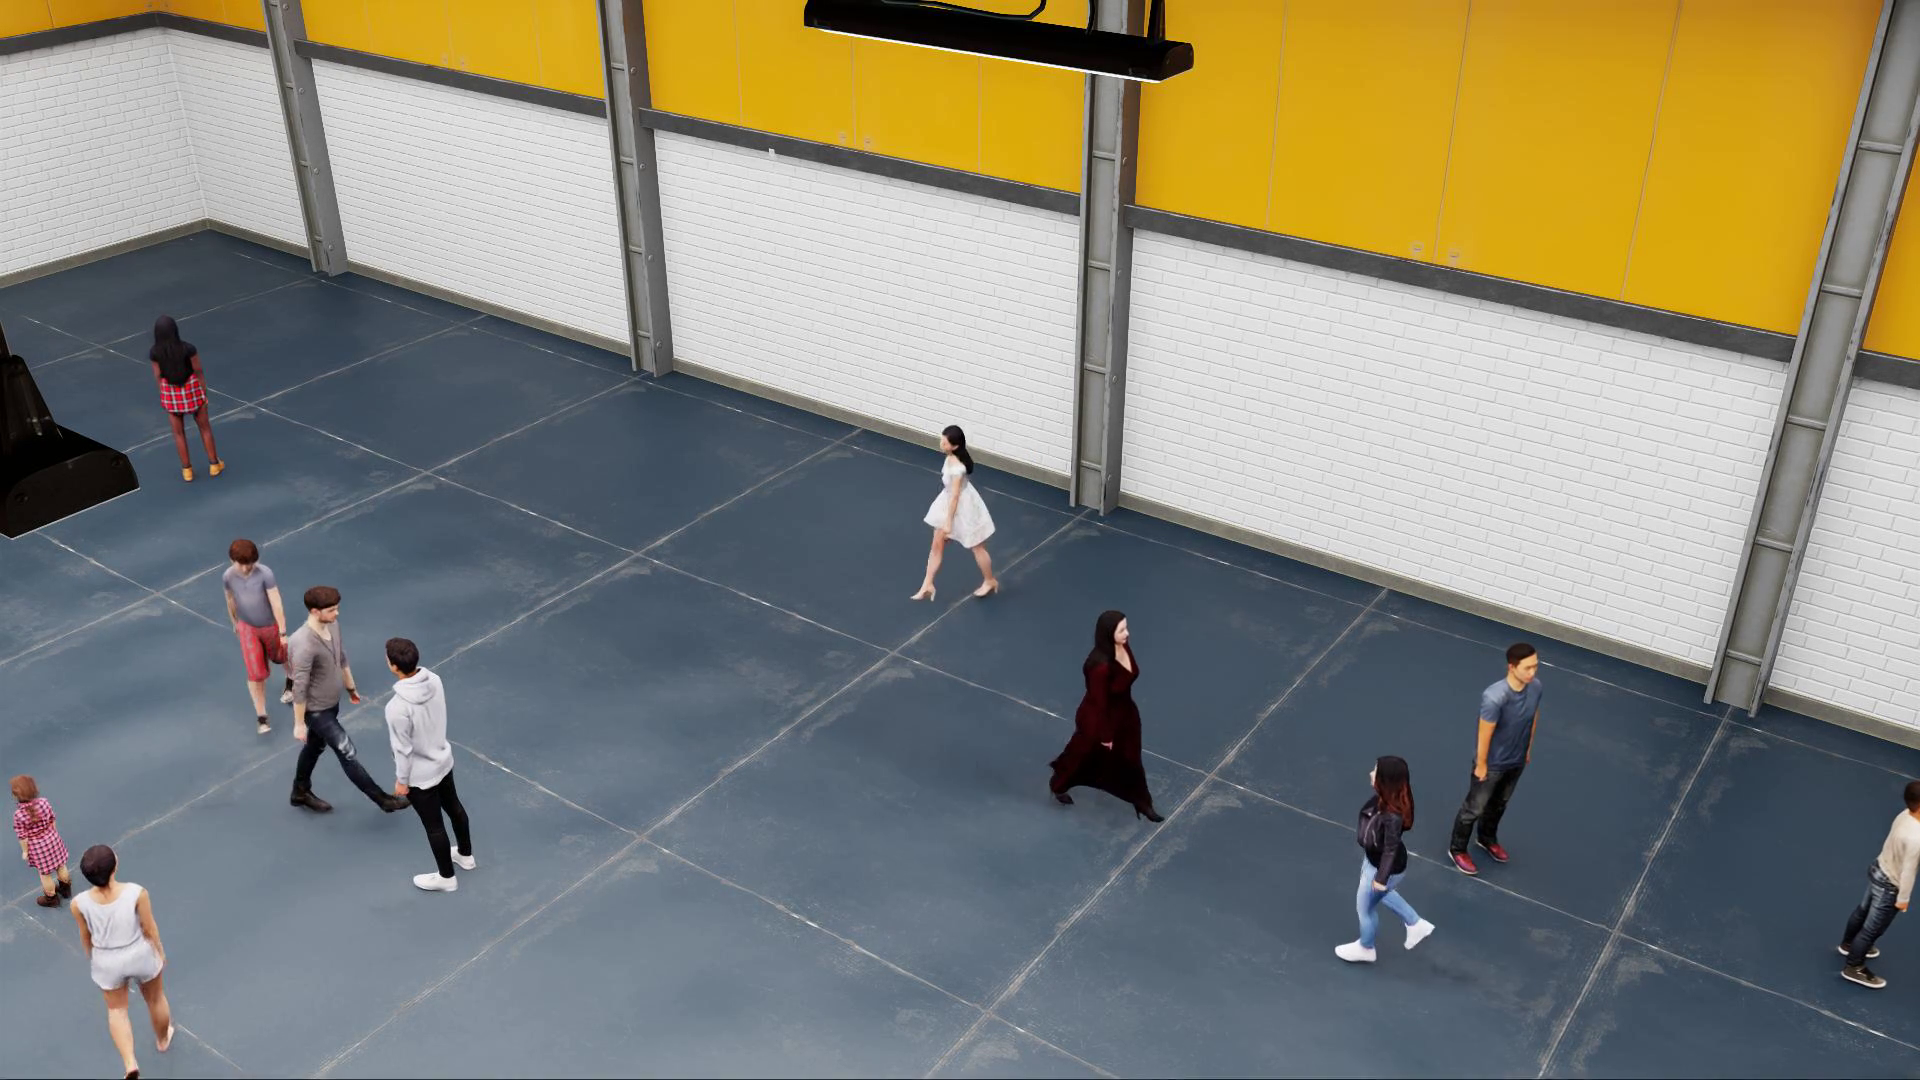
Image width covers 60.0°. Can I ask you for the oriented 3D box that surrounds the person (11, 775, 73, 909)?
[{"bbox_3d":[-6.128,1.997,11.069,0.472,1.022,0.458,13,31,22],"label":"person"}]

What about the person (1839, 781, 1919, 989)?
[{"bbox_3d":[5.806,2.118,10.394,0.554,1.456,0.594,10,30,18],"label":"person"}]

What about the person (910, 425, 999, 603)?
[{"bbox_3d":[0.066,-0.206,14.376,1.094,1.723,1.019,0,29,0],"label":"person"}]

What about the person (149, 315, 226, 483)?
[{"bbox_3d":[-7.753,-1.427,16.607,0.713,1.729,0.752,-11,30,-19],"label":"person"}]

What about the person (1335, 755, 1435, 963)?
[{"bbox_3d":[2.720,2.029,10.389,0.932,1.616,0.813,8,30,15],"label":"person"}]

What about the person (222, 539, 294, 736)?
[{"bbox_3d":[-5.422,0.633,12.953,1.099,1.611,1.129,-1,29,-2],"label":"person"}]

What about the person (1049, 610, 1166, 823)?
[{"bbox_3d":[0.934,1.252,11.720,1.157,1.705,0.748,15,32,25],"label":"person"}]

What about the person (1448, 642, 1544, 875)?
[{"bbox_3d":[3.639,1.447,11.261,0.722,1.804,0.716,-13,31,-22],"label":"person"}]

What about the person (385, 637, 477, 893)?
[{"bbox_3d":[-3.540,1.483,11.064,0.691,1.929,0.750,8,30,14],"label":"person"}]

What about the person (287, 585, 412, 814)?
[{"bbox_3d":[-4.591,1.173,11.722,1.343,1.843,1.172,3,29,5],"label":"person"}]

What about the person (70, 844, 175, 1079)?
[{"bbox_3d":[-4.839,2.459,9.614,0.826,1.603,0.927,-10,30,-17],"label":"person"}]
